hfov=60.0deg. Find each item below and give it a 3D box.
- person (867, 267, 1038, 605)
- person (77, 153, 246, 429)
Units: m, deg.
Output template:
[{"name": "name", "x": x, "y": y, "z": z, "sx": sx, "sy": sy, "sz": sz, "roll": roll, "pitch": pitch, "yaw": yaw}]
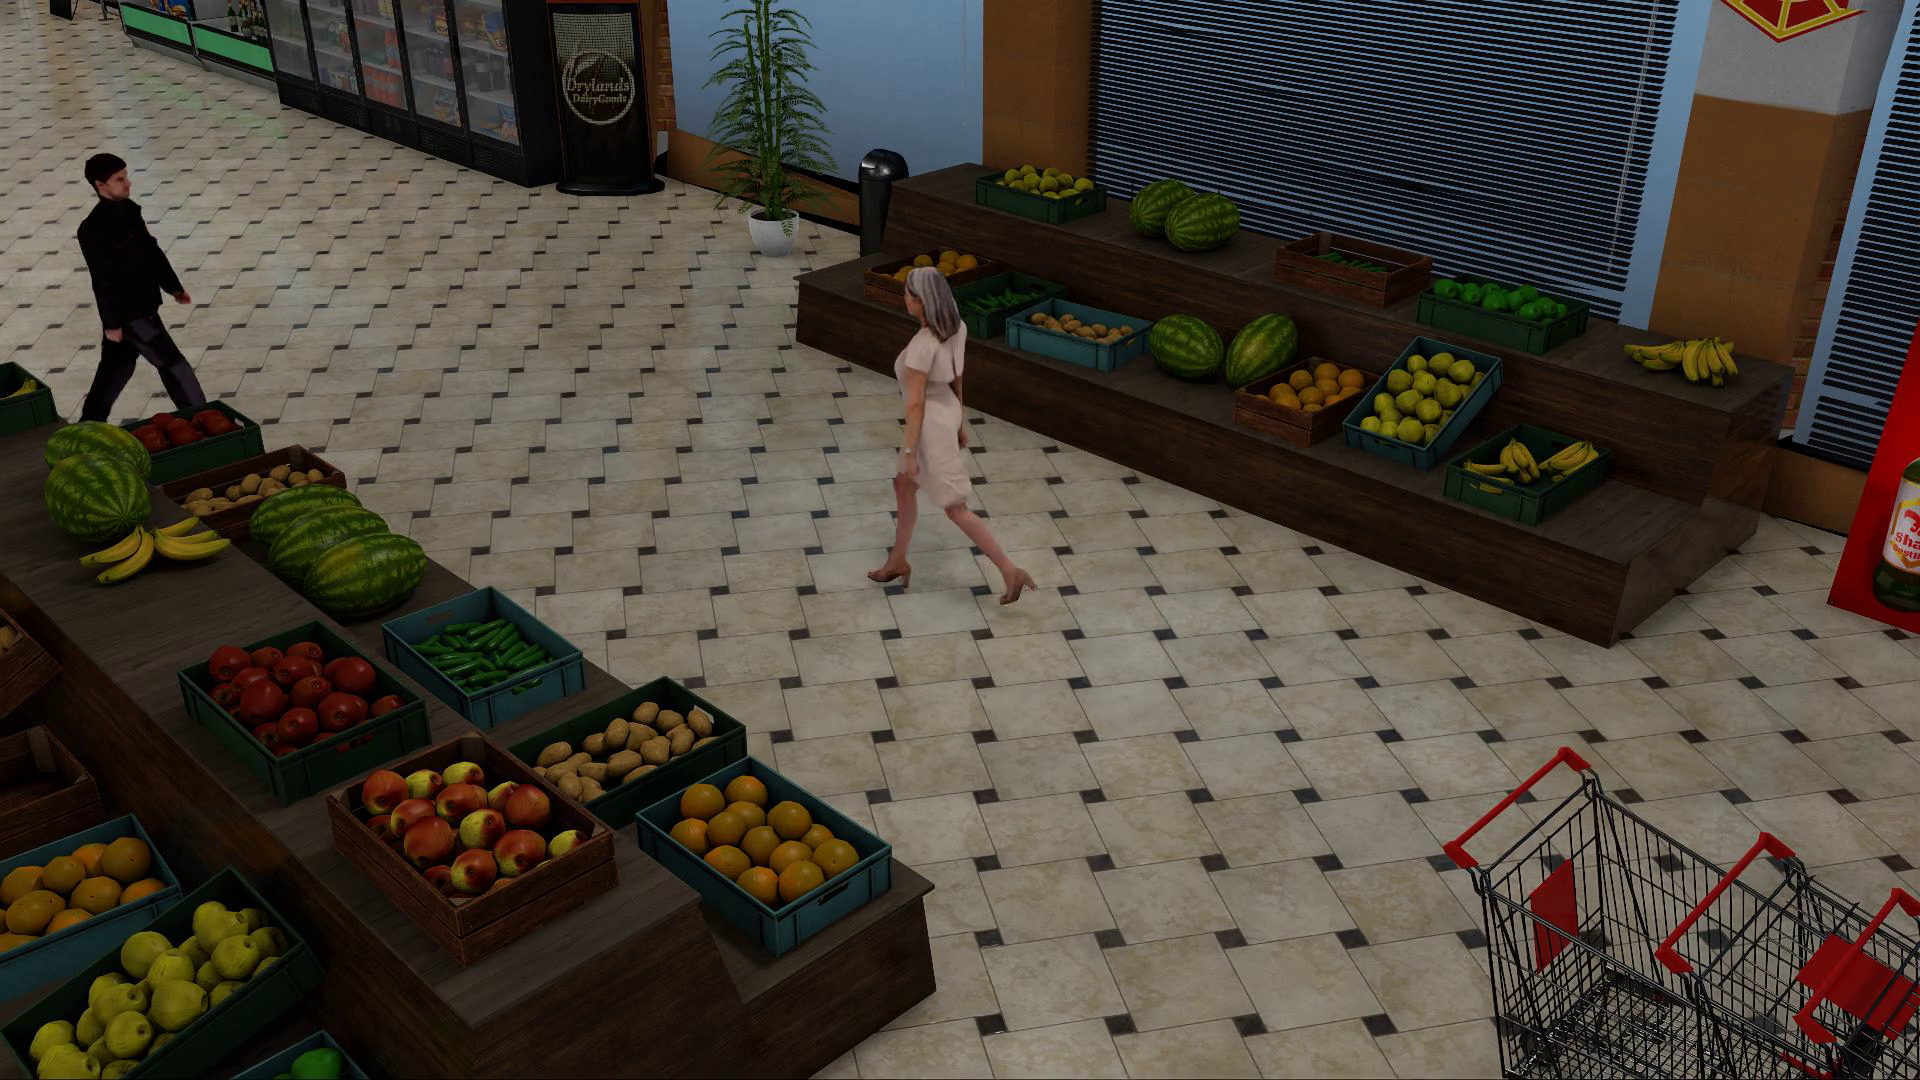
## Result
[{"name": "person", "x": -0.030, "y": -0.423, "z": 7.905, "sx": 1.232, "sy": 1.694, "sz": 0.907, "roll": 11, "pitch": 29, "yaw": 20}, {"name": "person", "x": -4.849, "y": -1.300, "z": 9.533, "sx": 1.161, "sy": 1.784, "sz": 1.253, "roll": -7, "pitch": 28, "yaw": -14}]
